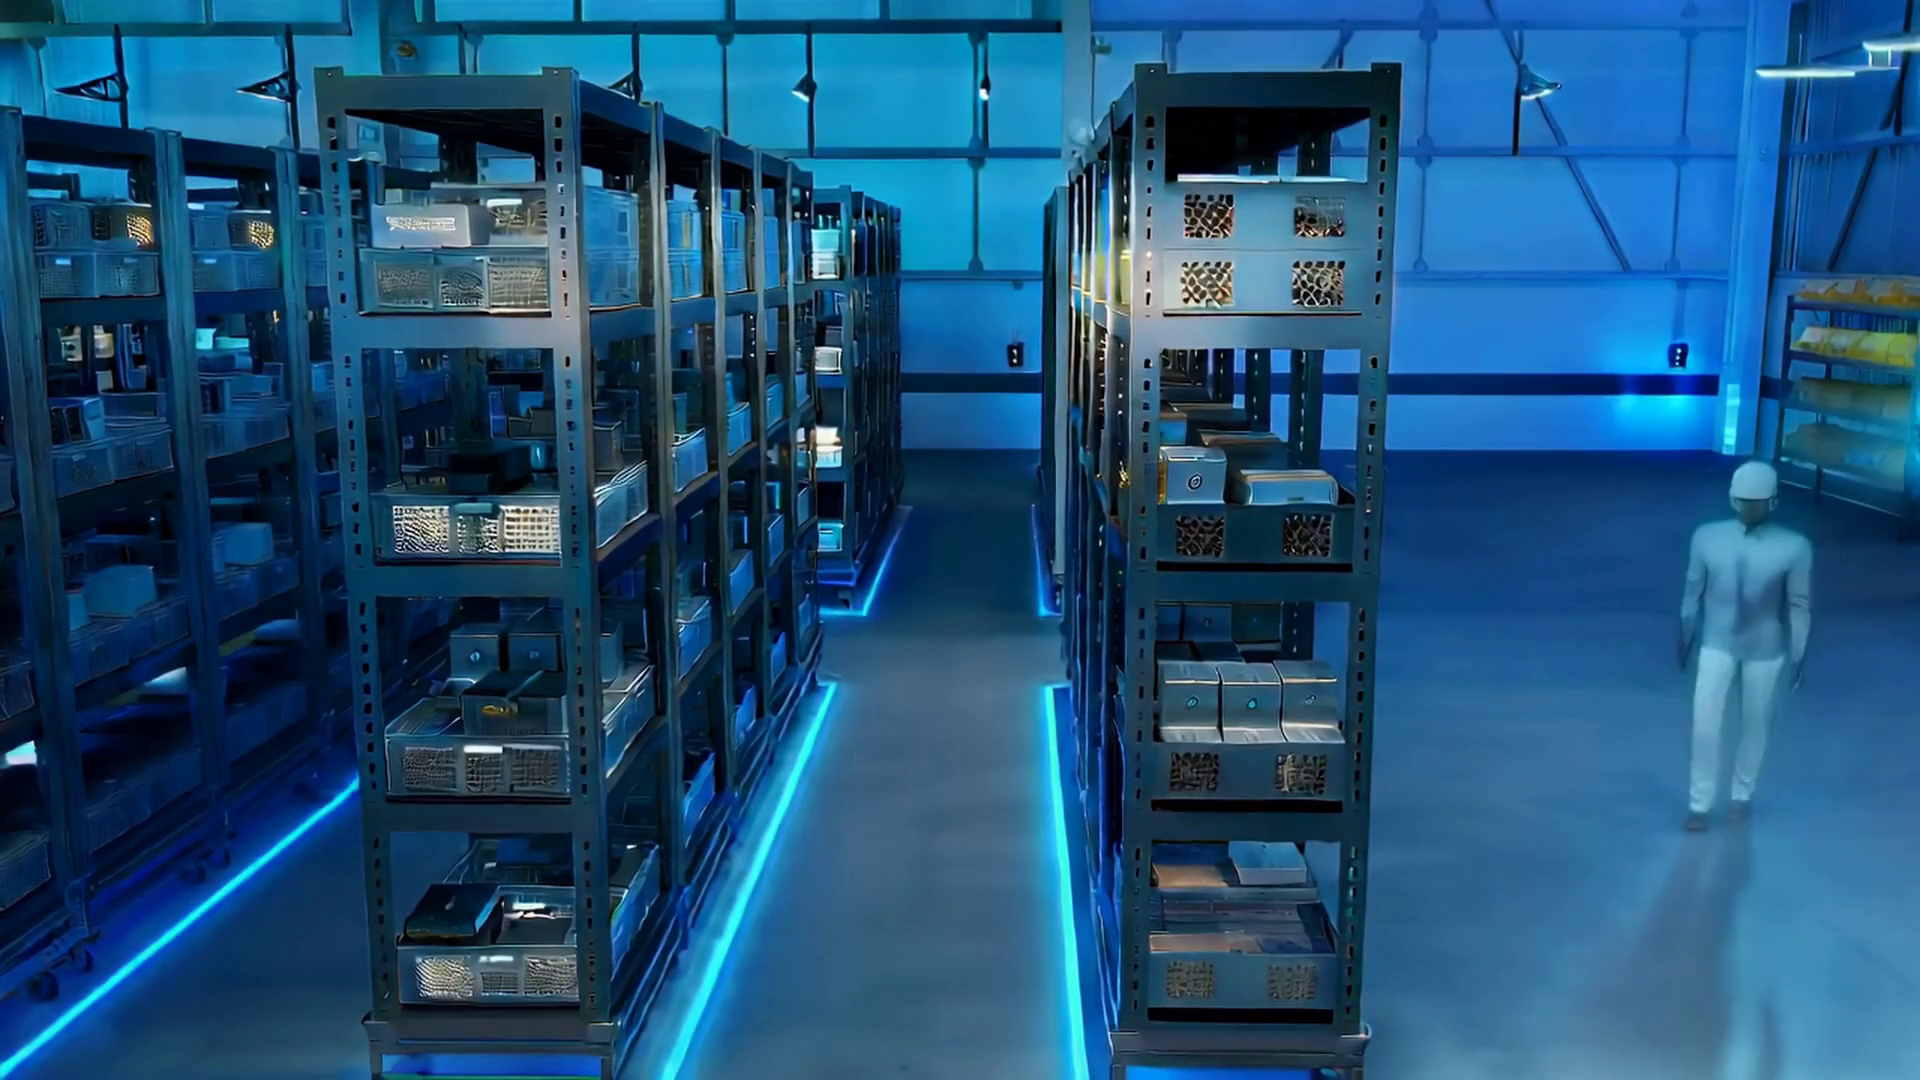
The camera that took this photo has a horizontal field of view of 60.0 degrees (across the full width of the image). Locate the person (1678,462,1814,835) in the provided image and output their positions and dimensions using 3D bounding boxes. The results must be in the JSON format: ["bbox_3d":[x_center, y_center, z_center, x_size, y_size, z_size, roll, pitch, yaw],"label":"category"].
[{"bbox_3d":[4.060,0.583,8.669,0.654,1.964,0.837,6,12,33],"label":"person"}]
